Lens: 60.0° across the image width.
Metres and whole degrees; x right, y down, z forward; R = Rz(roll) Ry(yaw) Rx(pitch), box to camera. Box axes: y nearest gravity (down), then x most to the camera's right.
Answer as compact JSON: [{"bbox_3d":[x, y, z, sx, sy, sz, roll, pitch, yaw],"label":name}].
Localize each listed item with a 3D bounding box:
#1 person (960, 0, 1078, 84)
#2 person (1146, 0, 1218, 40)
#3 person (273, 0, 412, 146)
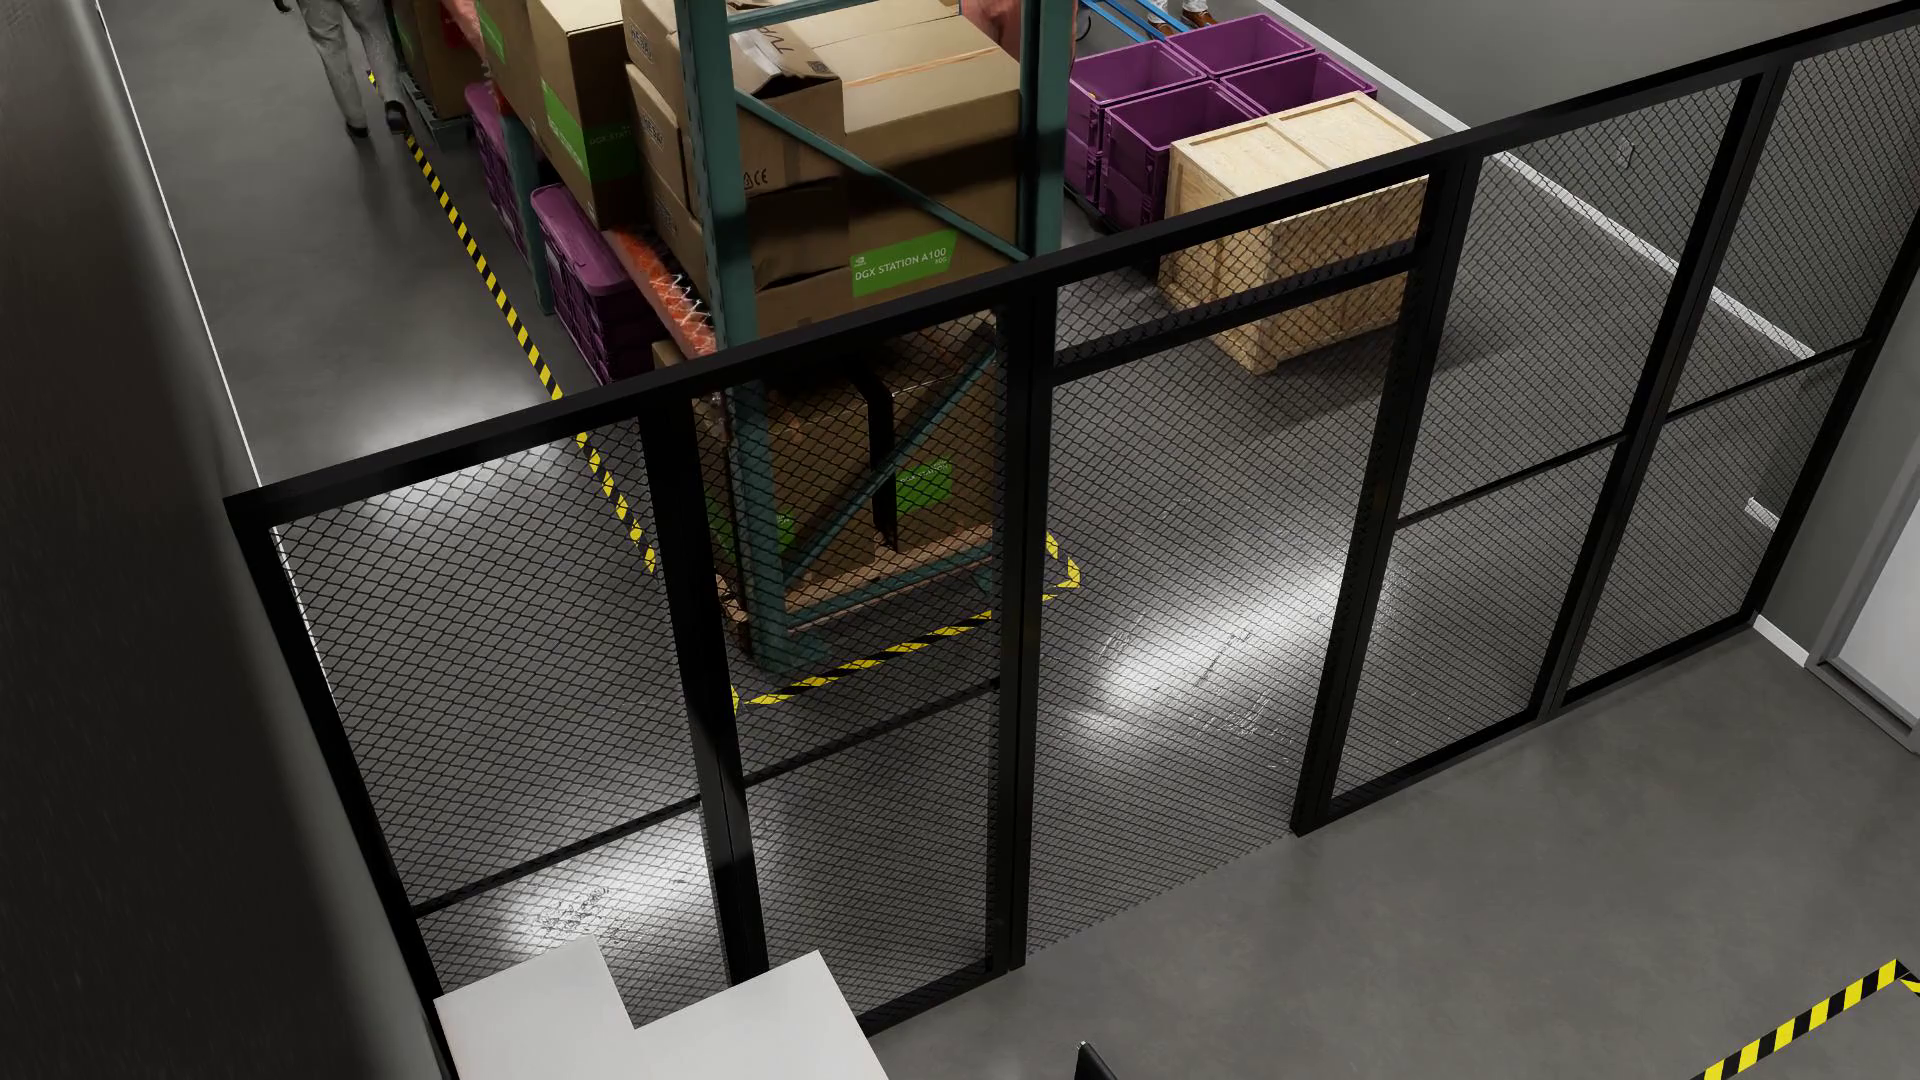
[{"bbox_3d":[0.216,-1.816,6.891,0.624,1.993,0.385,-32,51,-30],"label":"person"},{"bbox_3d":[1.281,-3.629,8.915,0.627,1.941,0.371,-21,46,-21],"label":"person"},{"bbox_3d":[-3.061,-2.761,8.055,0.597,1.819,0.428,-19,46,-20],"label":"person"}]
